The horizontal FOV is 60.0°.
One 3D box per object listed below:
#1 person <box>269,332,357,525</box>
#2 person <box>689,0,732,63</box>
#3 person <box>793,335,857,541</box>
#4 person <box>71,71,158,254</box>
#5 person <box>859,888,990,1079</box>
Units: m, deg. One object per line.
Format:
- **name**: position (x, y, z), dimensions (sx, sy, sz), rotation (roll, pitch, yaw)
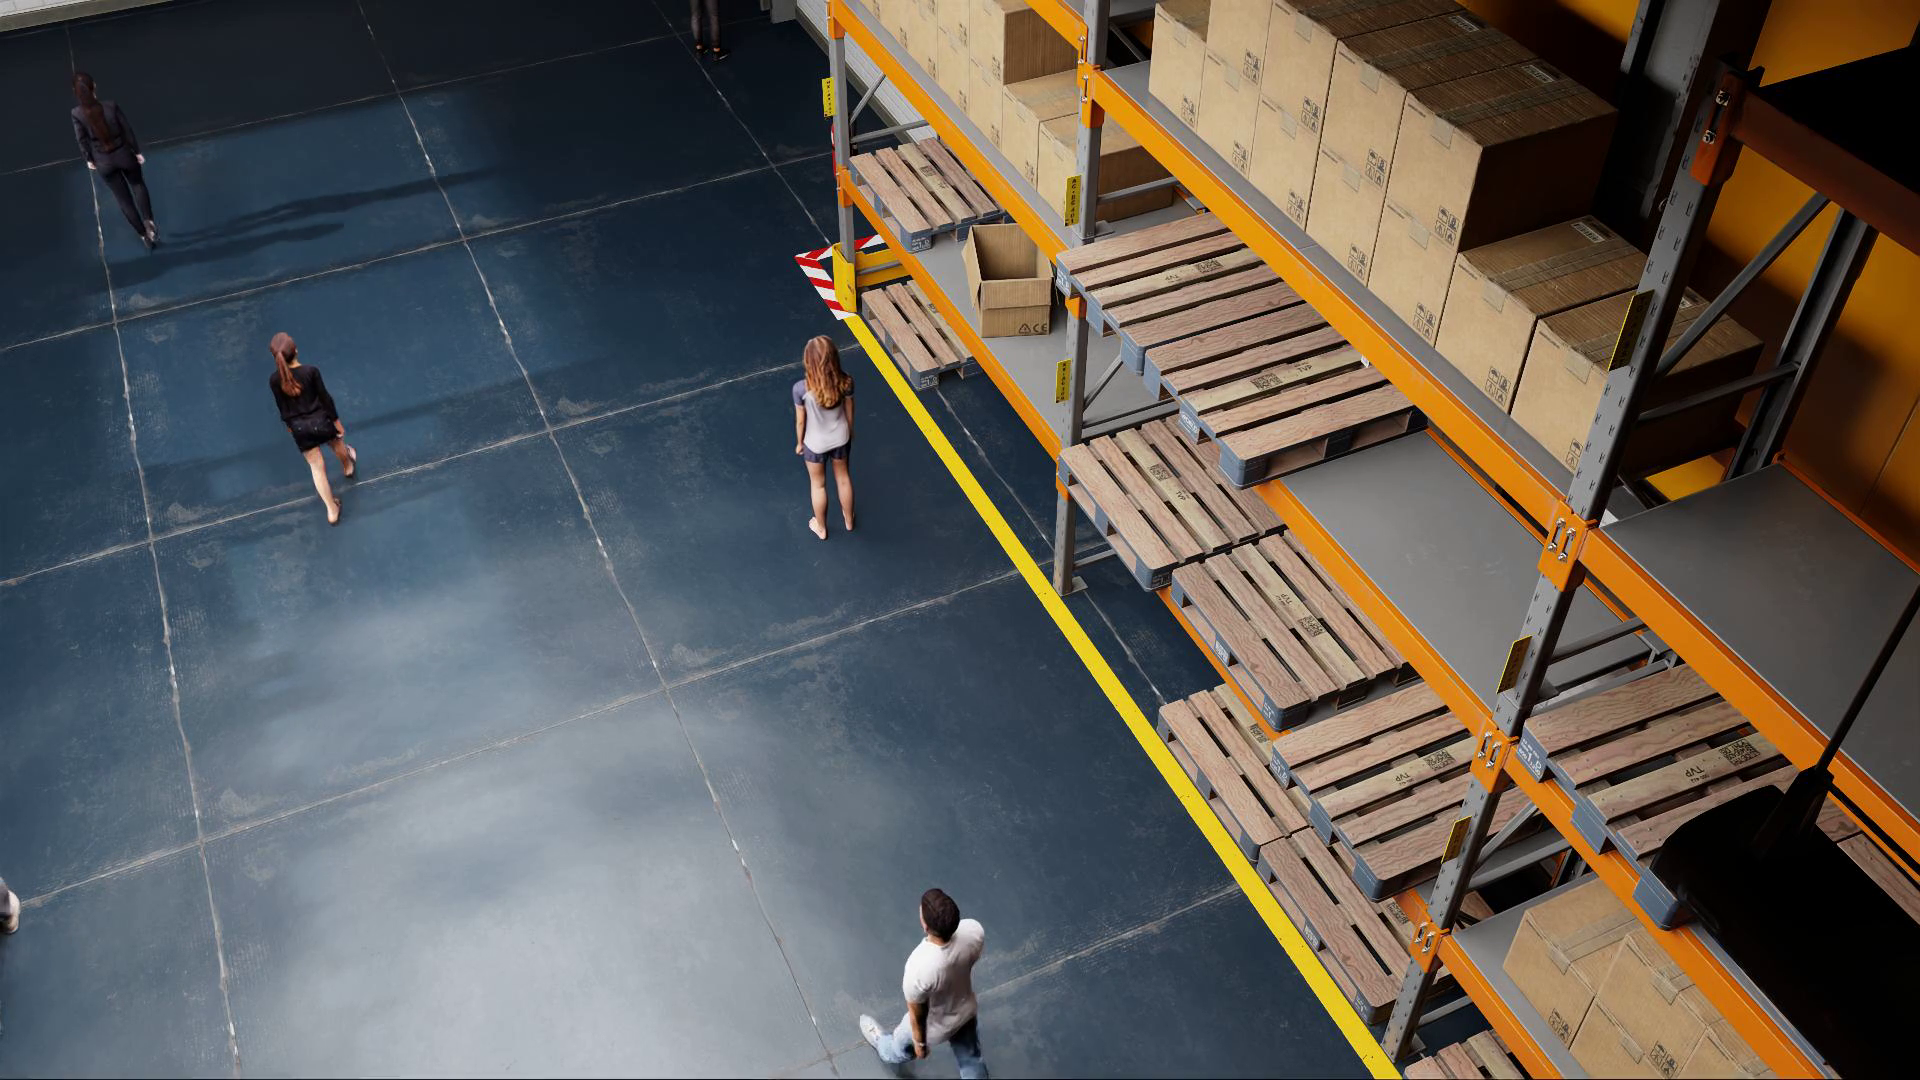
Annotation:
- **person**: position (-4.686, -0.788, 12.013), dimensions (0.670, 1.529, 1.007), rotation (-10, 45, -11)
- **person**: position (-2.668, -5.778, 17.110), dimensions (0.695, 1.723, 0.752), rotation (13, 45, 14)
- **person**: position (-0.942, -0.714, 11.788), dimensions (0.598, 1.732, 0.539), rotation (-16, 46, -16)
- **person**: position (-7.321, -3.246, 14.467), dimensions (0.627, 1.702, 0.616), rotation (-21, 48, -21)
- **person**: position (-0.032, 2.441, 8.412), dimensions (0.870, 1.820, 1.208), rotation (-29, 51, -27)
